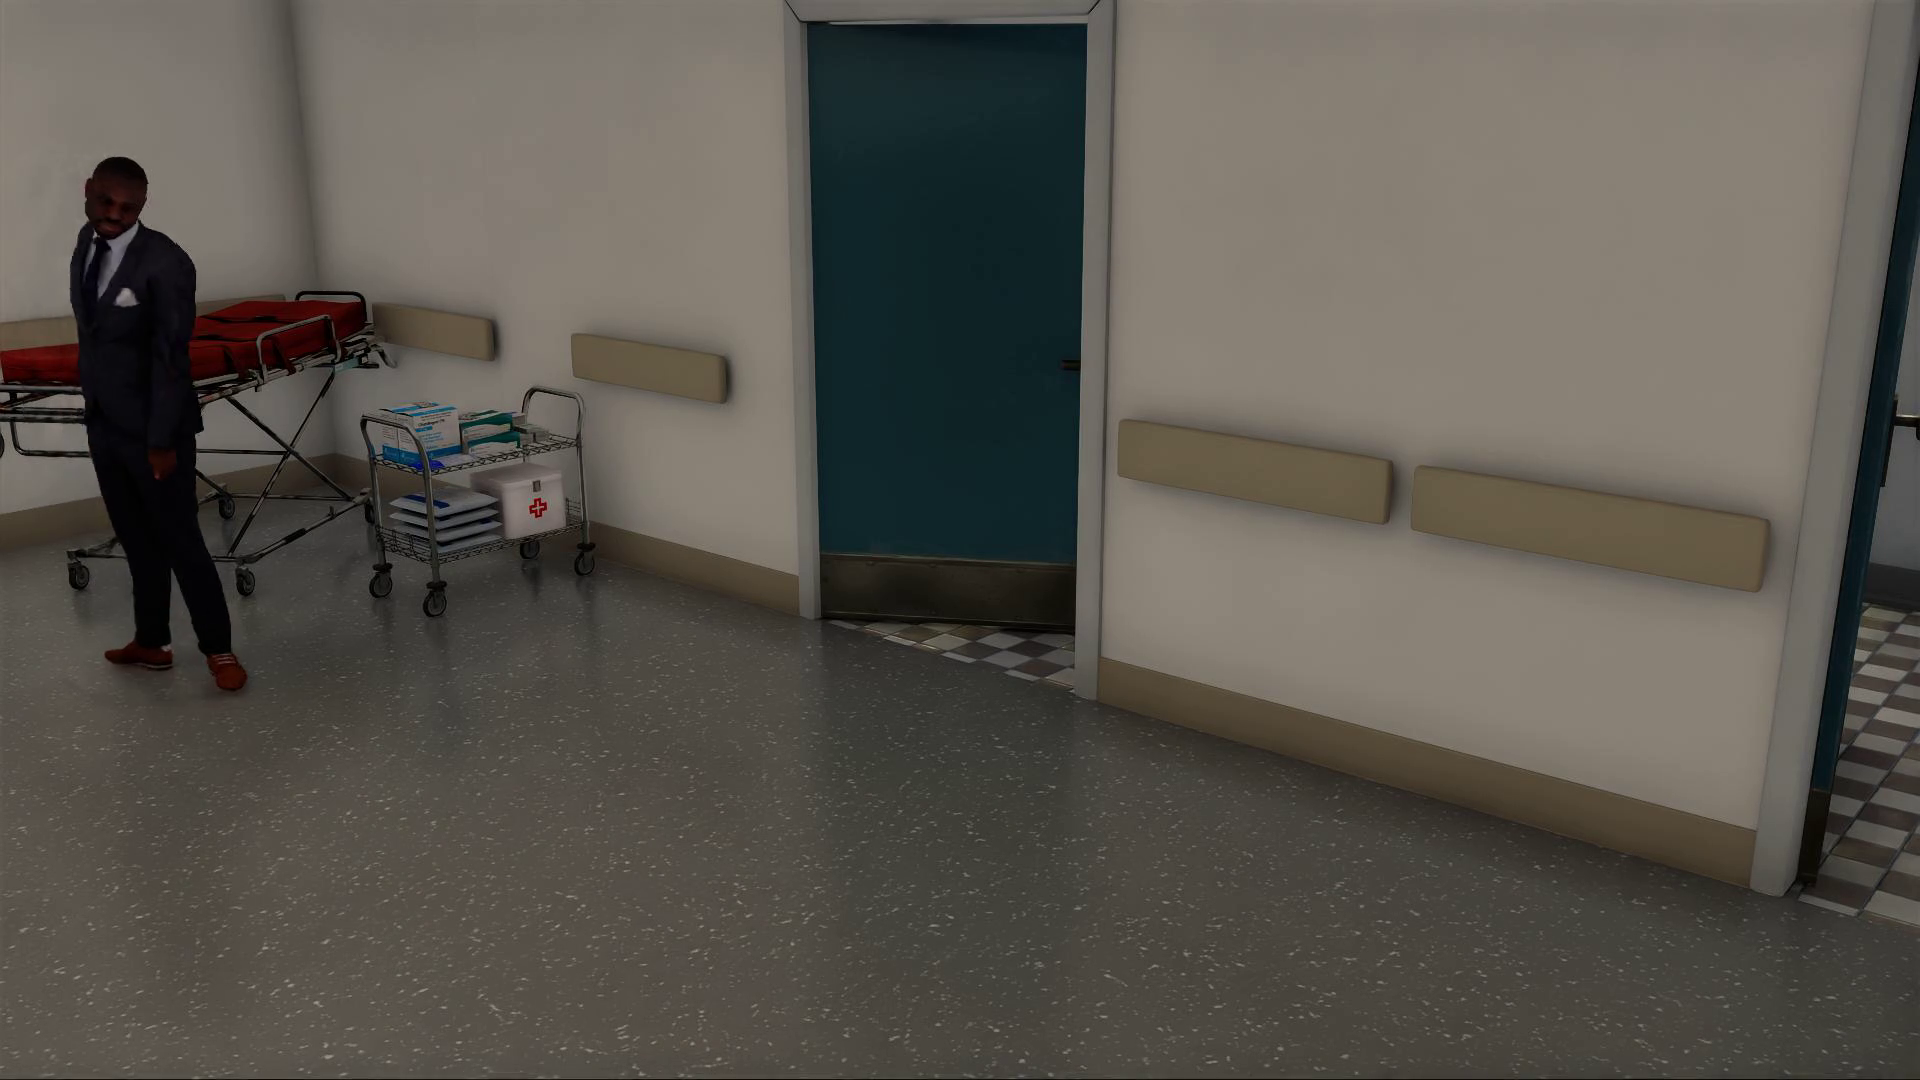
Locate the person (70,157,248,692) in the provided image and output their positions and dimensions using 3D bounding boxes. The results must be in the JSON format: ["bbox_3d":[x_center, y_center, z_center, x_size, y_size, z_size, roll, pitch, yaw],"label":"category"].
[{"bbox_3d":[-2.795,-0.391,5.645,0.963,1.790,0.555,-14,21,-41],"label":"person"}]
